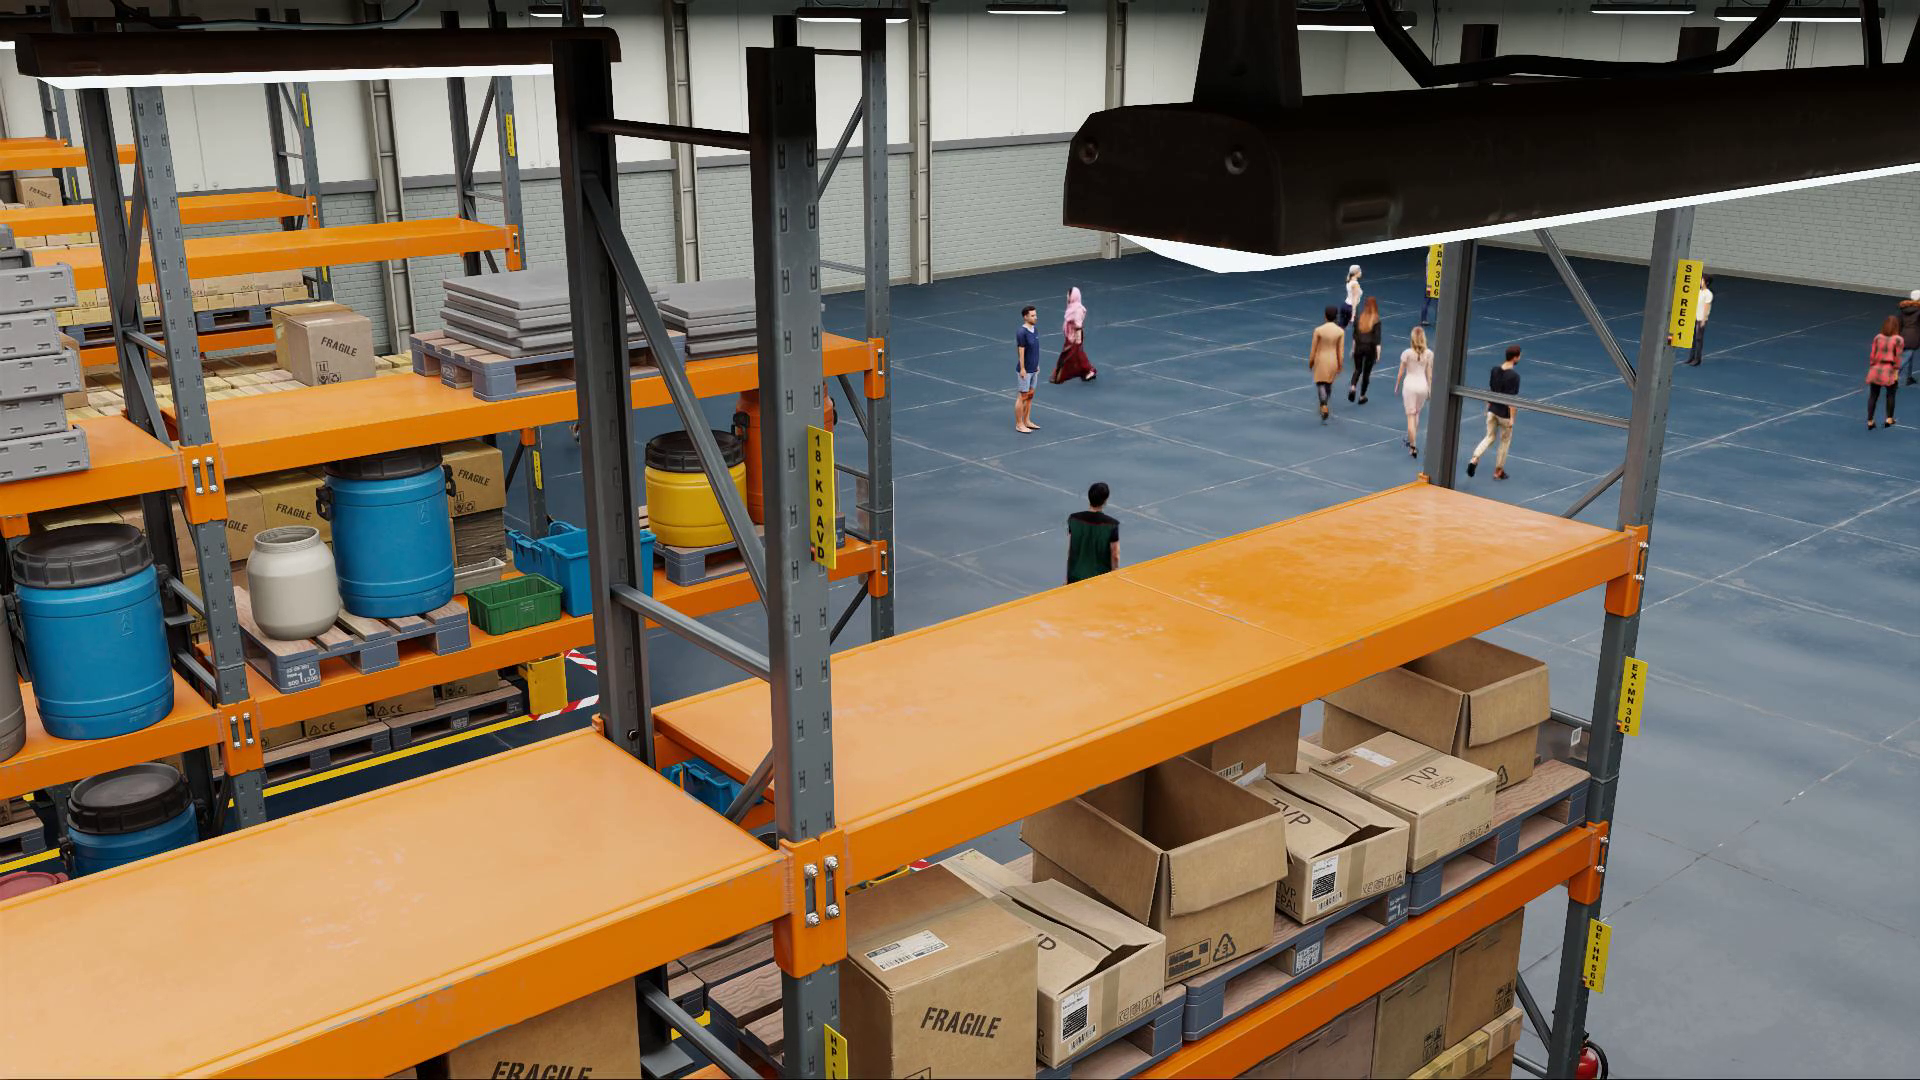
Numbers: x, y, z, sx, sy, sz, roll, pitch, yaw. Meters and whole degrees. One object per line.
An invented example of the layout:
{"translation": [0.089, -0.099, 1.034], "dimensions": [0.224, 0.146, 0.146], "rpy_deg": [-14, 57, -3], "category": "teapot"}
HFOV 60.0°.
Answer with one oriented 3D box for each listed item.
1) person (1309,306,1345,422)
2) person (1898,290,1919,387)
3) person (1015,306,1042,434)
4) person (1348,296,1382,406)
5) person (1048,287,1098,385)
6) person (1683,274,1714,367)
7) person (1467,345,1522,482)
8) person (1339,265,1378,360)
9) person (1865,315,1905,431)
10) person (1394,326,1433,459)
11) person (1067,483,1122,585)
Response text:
{"translation": [5.527, -2.644, 25.045], "dimensions": [1.123, 1.702, 1.122], "rpy_deg": [-1, 18, -2], "category": "person"}
{"translation": [15.387, -3.231, 27.007], "dimensions": [1.135, 1.603, 0.879], "rpy_deg": [-6, 19, -18], "category": "person"}
{"translation": [0.986, -2.529, 24.452], "dimensions": [0.749, 1.850, 0.601], "rpy_deg": [11, 21, 31], "category": "person"}
{"translation": [6.273, -2.934, 25.931], "dimensions": [0.706, 1.705, 0.770], "rpy_deg": [14, 23, 36], "category": "person"}
{"translation": [1.946, -3.329, 27.316], "dimensions": [1.166, 1.599, 0.965], "rpy_deg": [-3, 18, -10], "category": "person"}
{"translation": [12.831, -3.825, 28.858], "dimensions": [0.658, 1.587, 0.648], "rpy_deg": [-2, 18, -6], "category": "person"}
{"translation": [6.998, -1.619, 21.696], "dimensions": [0.985, 1.827, 0.704], "rpy_deg": [-12, 22, -33], "category": "person"}
{"translation": [6.754, -3.958, 29.144], "dimensions": [1.202, 1.662, 0.999], "rpy_deg": [-3, 18, -9], "category": "person"}
{"translation": [13.539, -2.437, 24.442], "dimensions": [0.828, 1.683, 0.642], "rpy_deg": [-13, 22, -35], "category": "person"}
{"translation": [6.291, -2.006, 22.928], "dimensions": [0.998, 1.799, 1.021], "rpy_deg": [0, 18, 0], "category": "person"}
{"translation": [1.175, 0.412, 15.376], "dimensions": [0.874, 1.878, 0.953], "rpy_deg": [4, 18, 11], "category": "person"}
